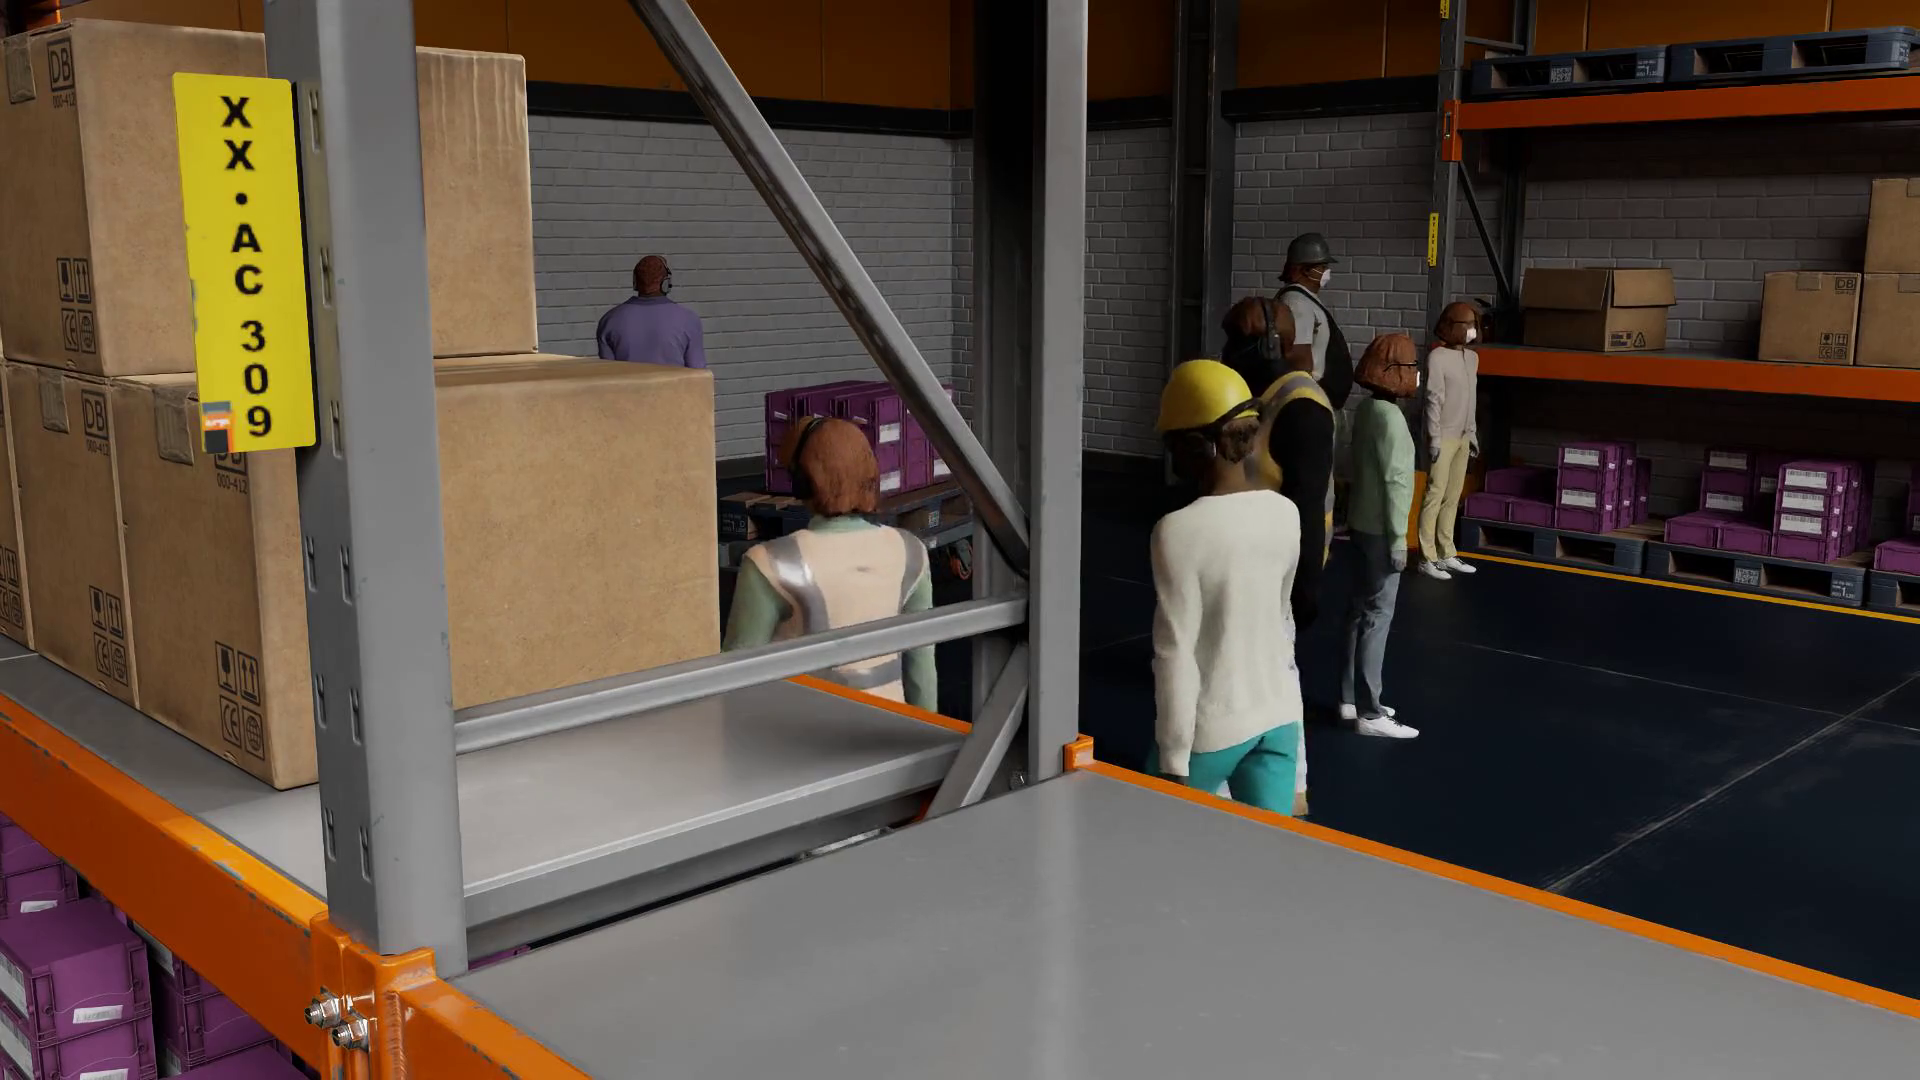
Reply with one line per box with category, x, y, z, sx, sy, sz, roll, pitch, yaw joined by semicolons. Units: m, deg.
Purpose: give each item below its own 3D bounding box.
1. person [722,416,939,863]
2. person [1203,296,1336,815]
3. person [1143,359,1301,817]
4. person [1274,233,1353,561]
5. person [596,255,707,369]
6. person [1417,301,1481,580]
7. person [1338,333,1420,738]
person;-0.357;0.513;3.940;0.517;1.607;0.748;-9;14;-42
person;0.919;0.095;5.630;0.703;1.817;0.649;-1;10;-6
person;0.579;0.436;4.014;0.536;1.731;0.766;-8;13;-38
person;2.192;-0.902;10.463;0.536;2.000;0.676;1;10;4
person;-1.800;-0.727;9.878;0.652;1.906;0.402;1;10;3
person;2.922;-0.593;9.880;0.500;1.636;0.279;-10;14;-43
person;1.717;-0.021;6.771;0.279;1.633;0.501;0;10;-2
